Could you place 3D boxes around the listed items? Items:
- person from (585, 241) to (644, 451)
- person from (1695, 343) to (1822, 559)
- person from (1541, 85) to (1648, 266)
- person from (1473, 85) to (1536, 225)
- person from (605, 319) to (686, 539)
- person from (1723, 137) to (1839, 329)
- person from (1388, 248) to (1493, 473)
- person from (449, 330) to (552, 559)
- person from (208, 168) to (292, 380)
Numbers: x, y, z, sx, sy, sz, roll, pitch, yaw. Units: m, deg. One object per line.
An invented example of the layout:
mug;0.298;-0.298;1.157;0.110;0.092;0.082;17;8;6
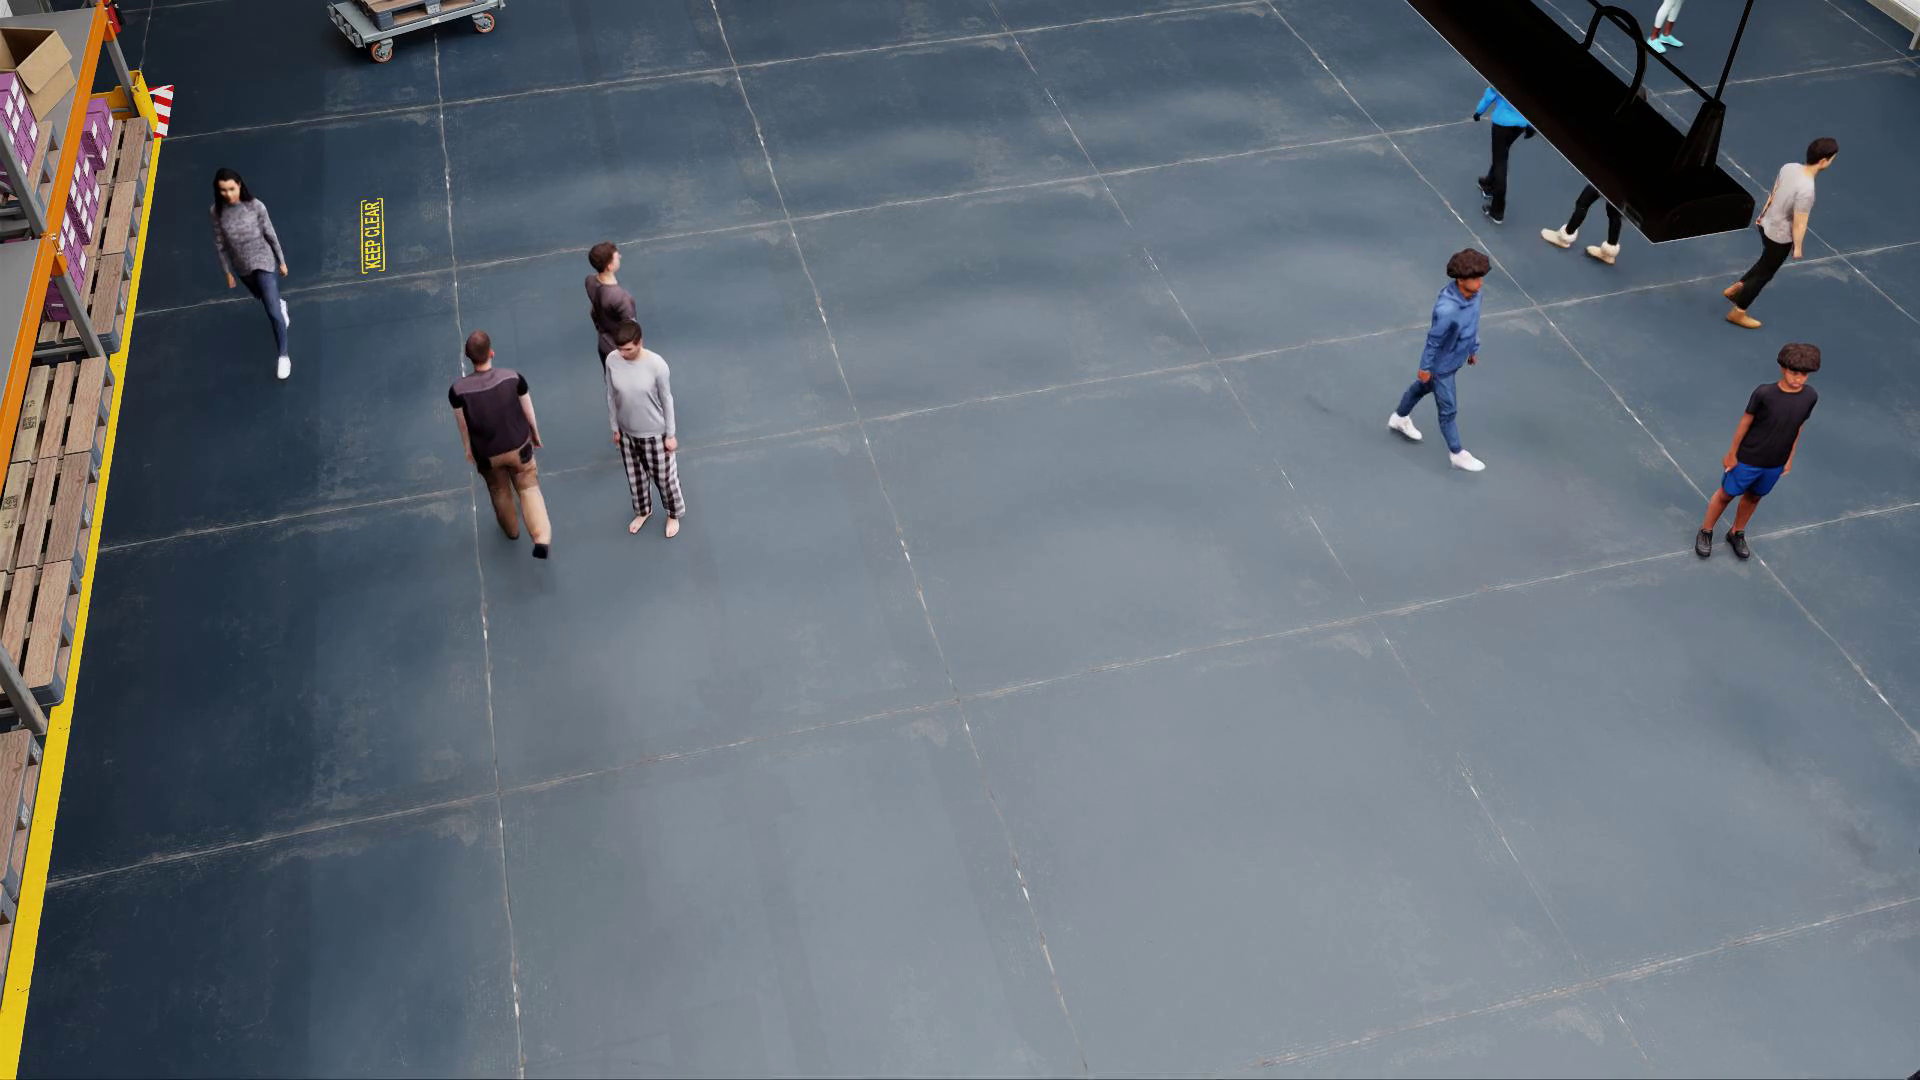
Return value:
person;-2.518;-1.399;12.294;0.675;1.852;0.797;33;52;30
person;5.549;-0.621;11.517;0.685;1.798;0.673;3;44;3
person;5.650;-3.086;14.221;0.891;1.638;1.029;-34;53;-30
person;4.894;-3.616;14.677;0.667;1.776;0.908;-9;44;-9
person;-2.219;-0.799;11.670;0.702;1.845;0.693;9;44;9
person;6.613;-2.536;13.602;0.823;1.695;0.724;7;44;8
person;3.540;-1.396;12.354;1.229;1.766;1.057;32;52;29
person;-3.152;-0.599;11.480;0.721;1.817;0.993;-15;46;-15
person;-5.624;-2.231;13.283;0.708;1.693;1.195;-6;44;-7
